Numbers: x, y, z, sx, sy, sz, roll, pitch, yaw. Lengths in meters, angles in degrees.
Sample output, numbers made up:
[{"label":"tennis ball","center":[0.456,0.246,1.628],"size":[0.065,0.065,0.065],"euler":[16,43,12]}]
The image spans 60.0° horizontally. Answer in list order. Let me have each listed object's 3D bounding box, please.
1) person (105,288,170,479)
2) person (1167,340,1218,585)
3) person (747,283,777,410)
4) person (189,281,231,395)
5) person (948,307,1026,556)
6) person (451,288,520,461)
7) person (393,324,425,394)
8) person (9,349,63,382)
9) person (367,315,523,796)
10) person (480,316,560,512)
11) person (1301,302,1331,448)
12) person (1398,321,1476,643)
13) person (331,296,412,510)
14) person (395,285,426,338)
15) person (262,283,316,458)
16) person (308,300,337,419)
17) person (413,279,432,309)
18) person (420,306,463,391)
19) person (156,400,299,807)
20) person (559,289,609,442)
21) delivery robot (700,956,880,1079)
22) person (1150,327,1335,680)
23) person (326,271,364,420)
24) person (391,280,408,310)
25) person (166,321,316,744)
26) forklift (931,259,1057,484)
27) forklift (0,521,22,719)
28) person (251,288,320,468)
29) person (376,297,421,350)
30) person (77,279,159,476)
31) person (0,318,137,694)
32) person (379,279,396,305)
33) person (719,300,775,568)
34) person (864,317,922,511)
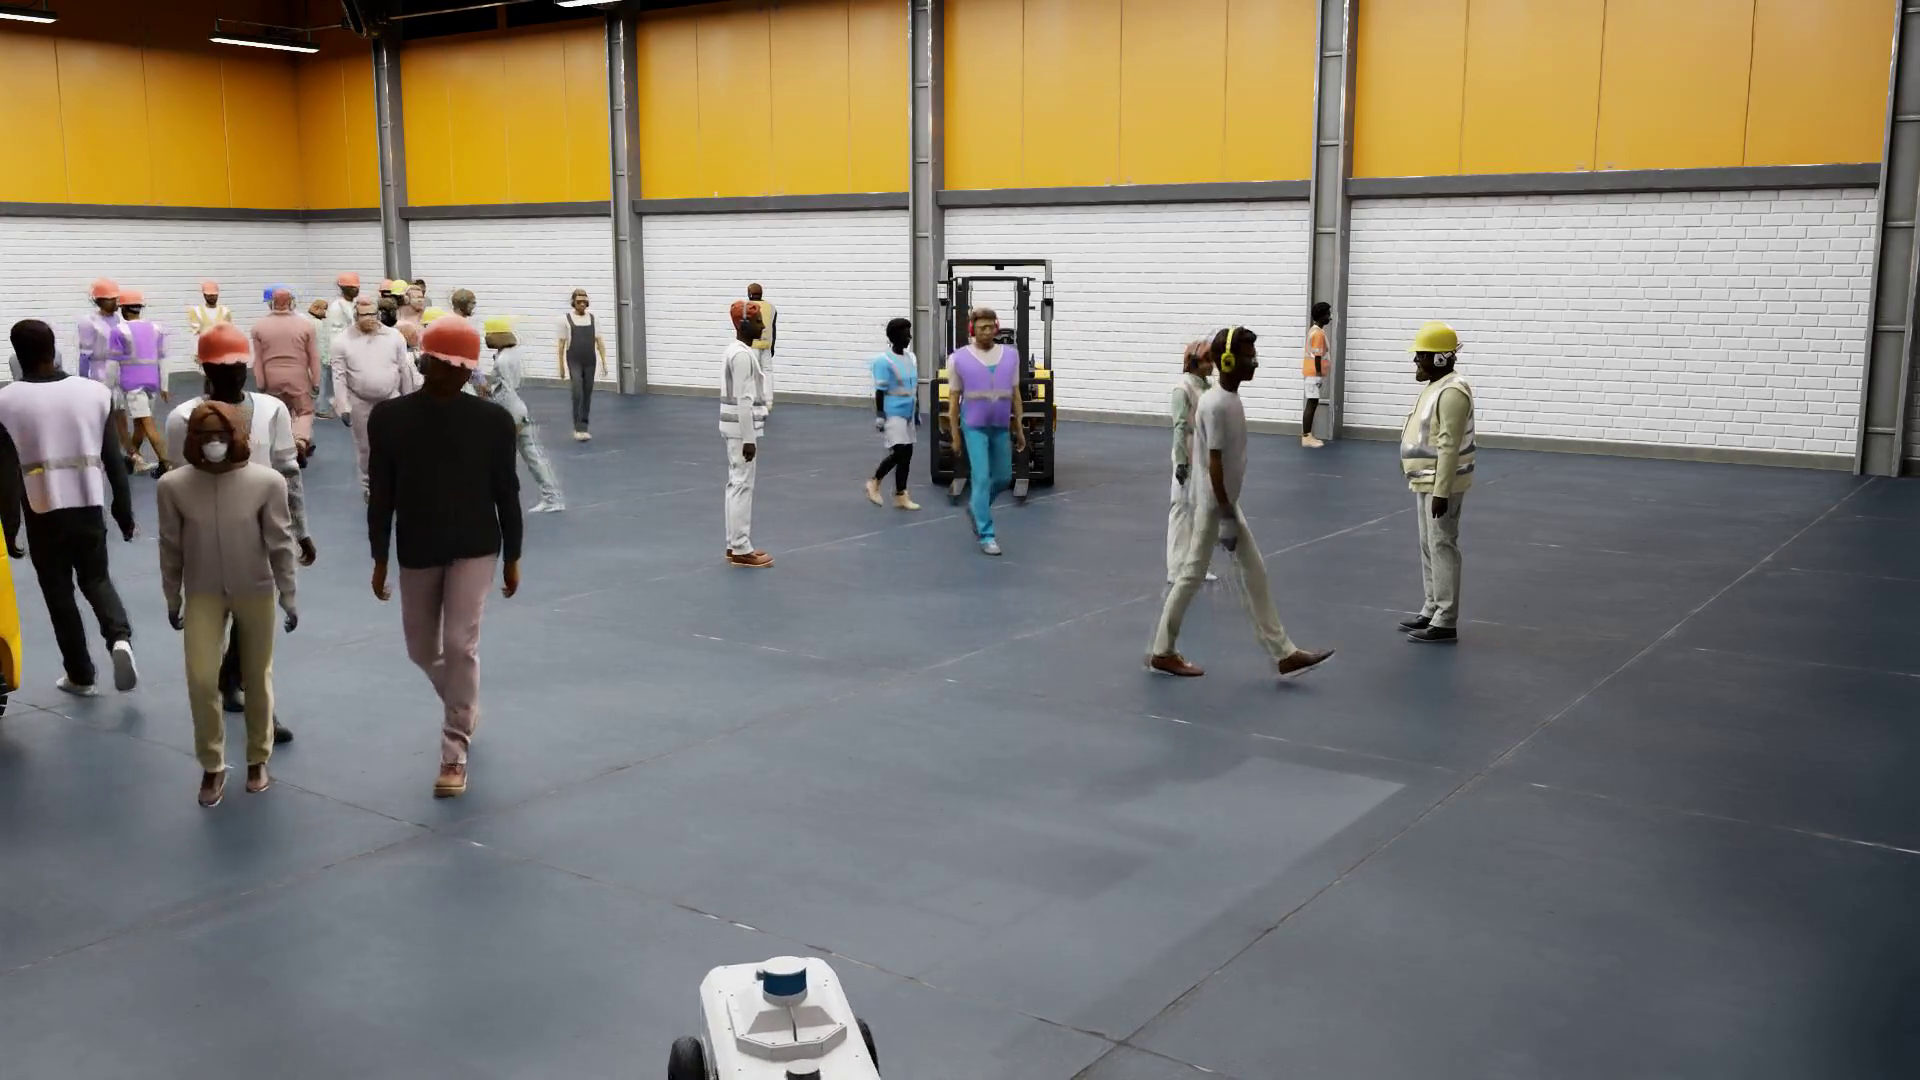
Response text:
[{"label":"person","center":[-8.222,-1.554,16.572],"size":[0.989,1.884,0.555],"euler":[4,11,25]},{"label":"person","center":[1.566,-0.509,11.093],"size":[0.310,1.636,0.523],"euler":[6,11,34]},{"label":"person","center":[-2.938,-2.777,23.996],"size":[0.624,1.844,0.430],"euler":[-8,12,-40]},{"label":"person","center":[-10.346,-2.635,23.009],"size":[0.540,1.904,0.978],"euler":[-5,11,-28]},{"label":"person","center":[0.177,-0.830,12.429],"size":[0.582,1.826,0.706],"euler":[-4,11,-25]},{"label":"person","center":[-4.953,-1.573,16.718],"size":[1.026,1.878,0.635],"euler":[-4,10,-22]},{"label":"person","center":[-4.993,-1.167,15.137],"size":[0.890,1.582,0.520],"euler":[5,11,27]},{"label":"person","center":[-8.657,-1.266,15.698],"size":[0.750,1.609,0.485],"euler":[9,13,42]},{"label":"person","center":[-2.144,0.028,6.972],"size":[0.618,1.949,0.832],"euler":[-1,10,-7]},{"label":"person","center":[-3.878,-1.058,14.190],"size":[0.906,1.693,0.486],"euler":[0,10,-1]},{"label":"person","center":[4.140,-1.916,19.332],"size":[0.320,1.690,0.534],"euler":[1,10,8]},{"label":"person","center":[2.708,-0.329,9.478],"size":[0.403,1.825,0.592],"euler":[1,10,4]},{"label":"person","center":[-5.116,-1.190,14.522],"size":[0.650,1.857,0.972],"euler":[-3,10,-20]},{"label":"person","center":[-6.189,-1.959,18.978],"size":[0.478,1.891,0.650],"euler":[8,13,40]},{"label":"person","center":[-7.192,-1.773,17.765],"size":[0.447,1.923,0.626],"euler":[5,11,27]},{"label":"person","center":[-8.760,-2.476,22.815],"size":[0.279,1.633,0.497],"euler":[-6,11,-31]},{"label":"person","center":[-9.139,-3.504,28.278],"size":[0.401,1.855,0.544],"euler":[7,12,36]},{"label":"person","center":[-4.792,-1.341,15.746],"size":[0.671,1.736,0.532],"euler":[2,10,15]},{"label":"person","center":[-2.907,0.250,6.630],"size":[0.514,1.612,0.539],"euler":[-3,10,-19]},{"label":"person","center":[-4.482,-2.084,19.921],"size":[0.532,1.816,0.763],"euler":[-7,12,-34]},{"label":"delivery robot","center":[-0.399,1.204,3.828],"size":[0.477,0.478,0.707],"euler":[-2,10,-14]},{"label":"person","center":[1.418,-0.162,8.462],"size":[0.979,1.821,0.557],"euler":[4,10,25]},{"label":"person","center":[-8.008,-2.492,21.748],"size":[0.635,2.030,0.631],"euler":[2,10,11]},{"label":"person","center":[-6.929,-2.272,20.727],"size":[0.594,1.926,0.368],"euler":[-5,11,-30]},{"label":"person","center":[-3.348,-0.065,7.683],"size":[0.962,1.900,0.550],"euler":[9,13,43]},{"label":"forklift","center":[0.370,-1.738,16.759],"size":[1.214,2.155,2.313],"euler":[1,10,3]},{"label":"forklift","center":[-5.296,-0.090,6.943],"size":[1.214,2.155,2.313],"euler":[7,12,35]},{"label":"person","center":[-6.879,-1.626,17.012],"size":[0.641,1.891,0.604],"euler":[-2,10,-10]},{"label":"person","center":[-5.873,-1.631,17.336],"size":[0.656,1.799,0.896],"euler":[2,10,10]},{"label":"person","center":[-8.560,-1.640,16.841],"size":[1.070,1.983,0.626],"euler":[3,10,15]},{"label":"person","center":[-4.353,-0.134,8.127],"size":[0.626,1.890,0.609],"euler":[8,12,39]},{"label":"person","center":[-7.767,-2.591,22.674],"size":[0.579,1.916,0.474],"euler":[-5,11,-29]},{"label":"person","center":[-1.526,-0.748,11.792],"size":[0.354,1.881,0.576],"euler":[-2,10,-12]},{"label":"person","center":[-0.540,-1.078,14.346],"size":[0.392,1.688,0.536],"euler":[6,11,31]}]
